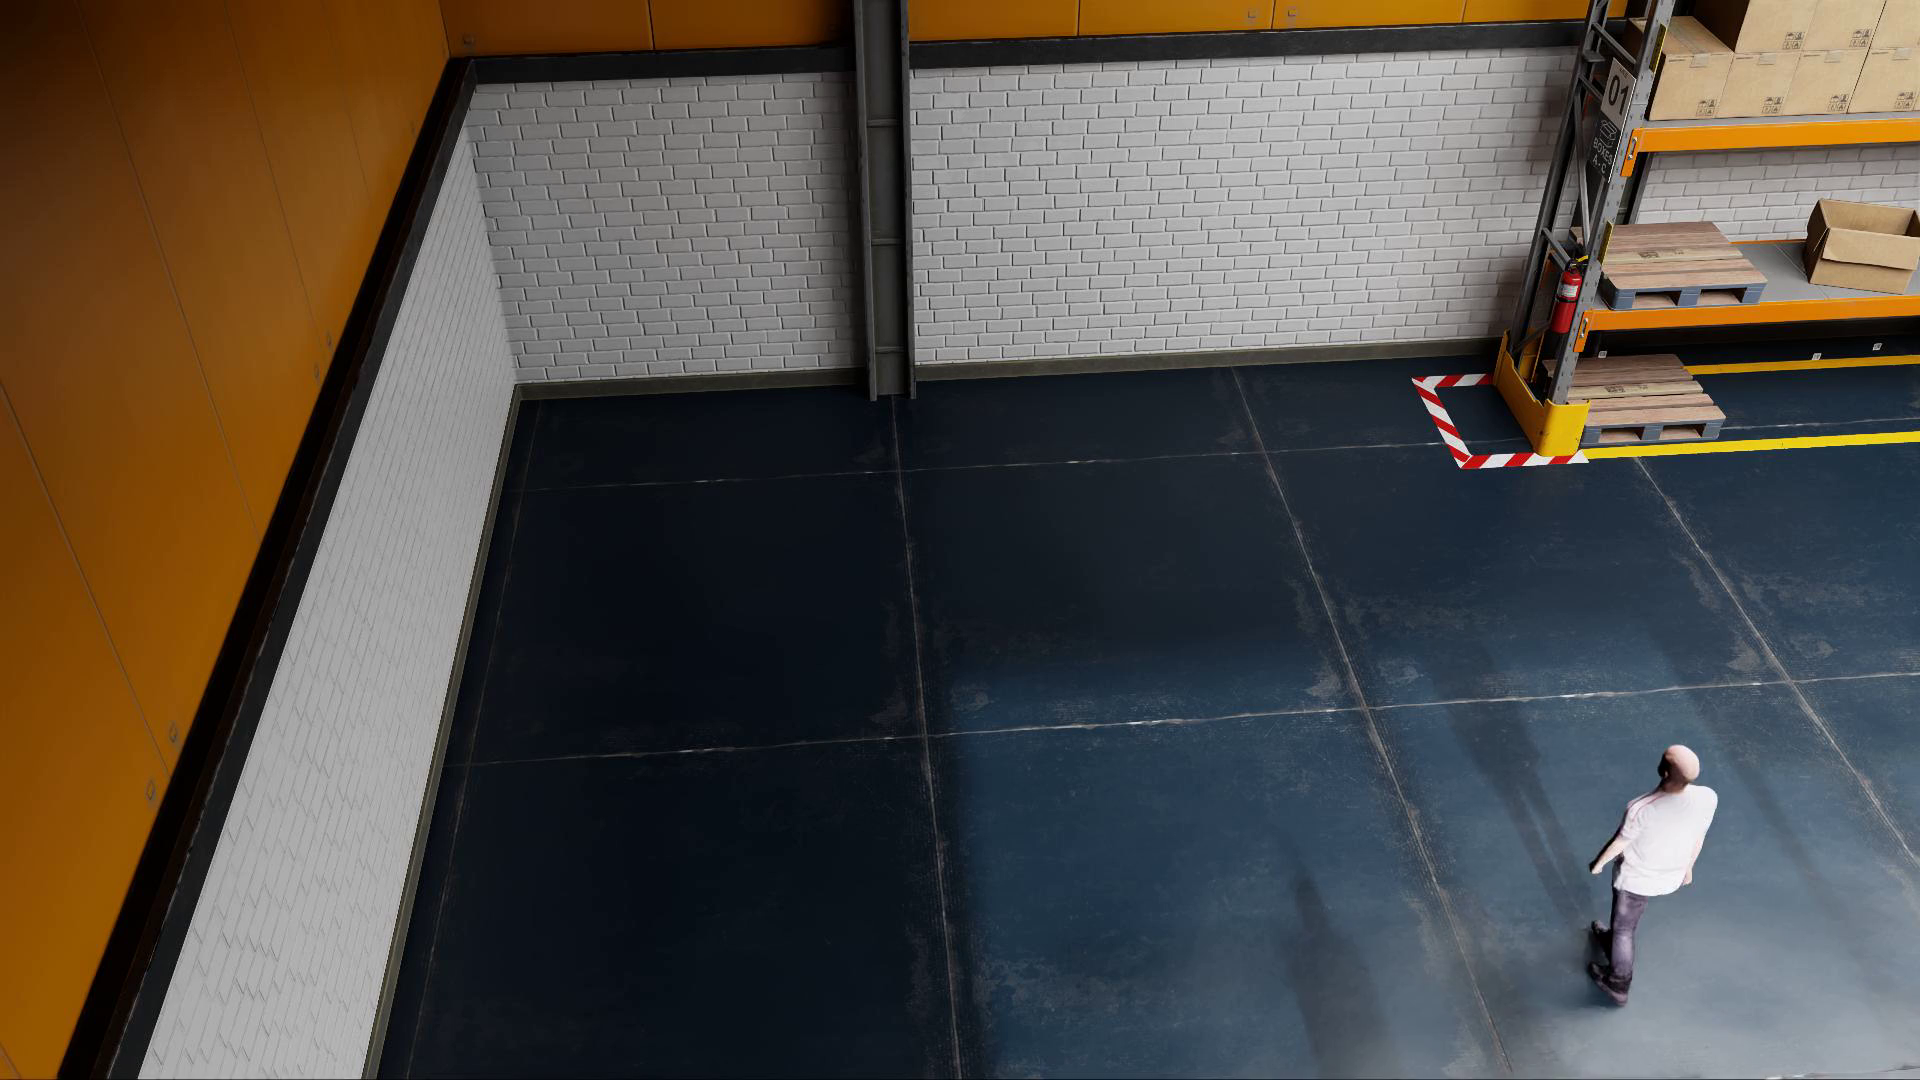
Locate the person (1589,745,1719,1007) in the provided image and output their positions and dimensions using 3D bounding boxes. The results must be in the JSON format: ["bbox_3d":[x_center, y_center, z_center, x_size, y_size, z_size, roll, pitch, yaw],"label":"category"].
[{"bbox_3d":[3.736,1.857,8.940,0.774,1.818,0.800,-10,40,-12],"label":"person"}]
